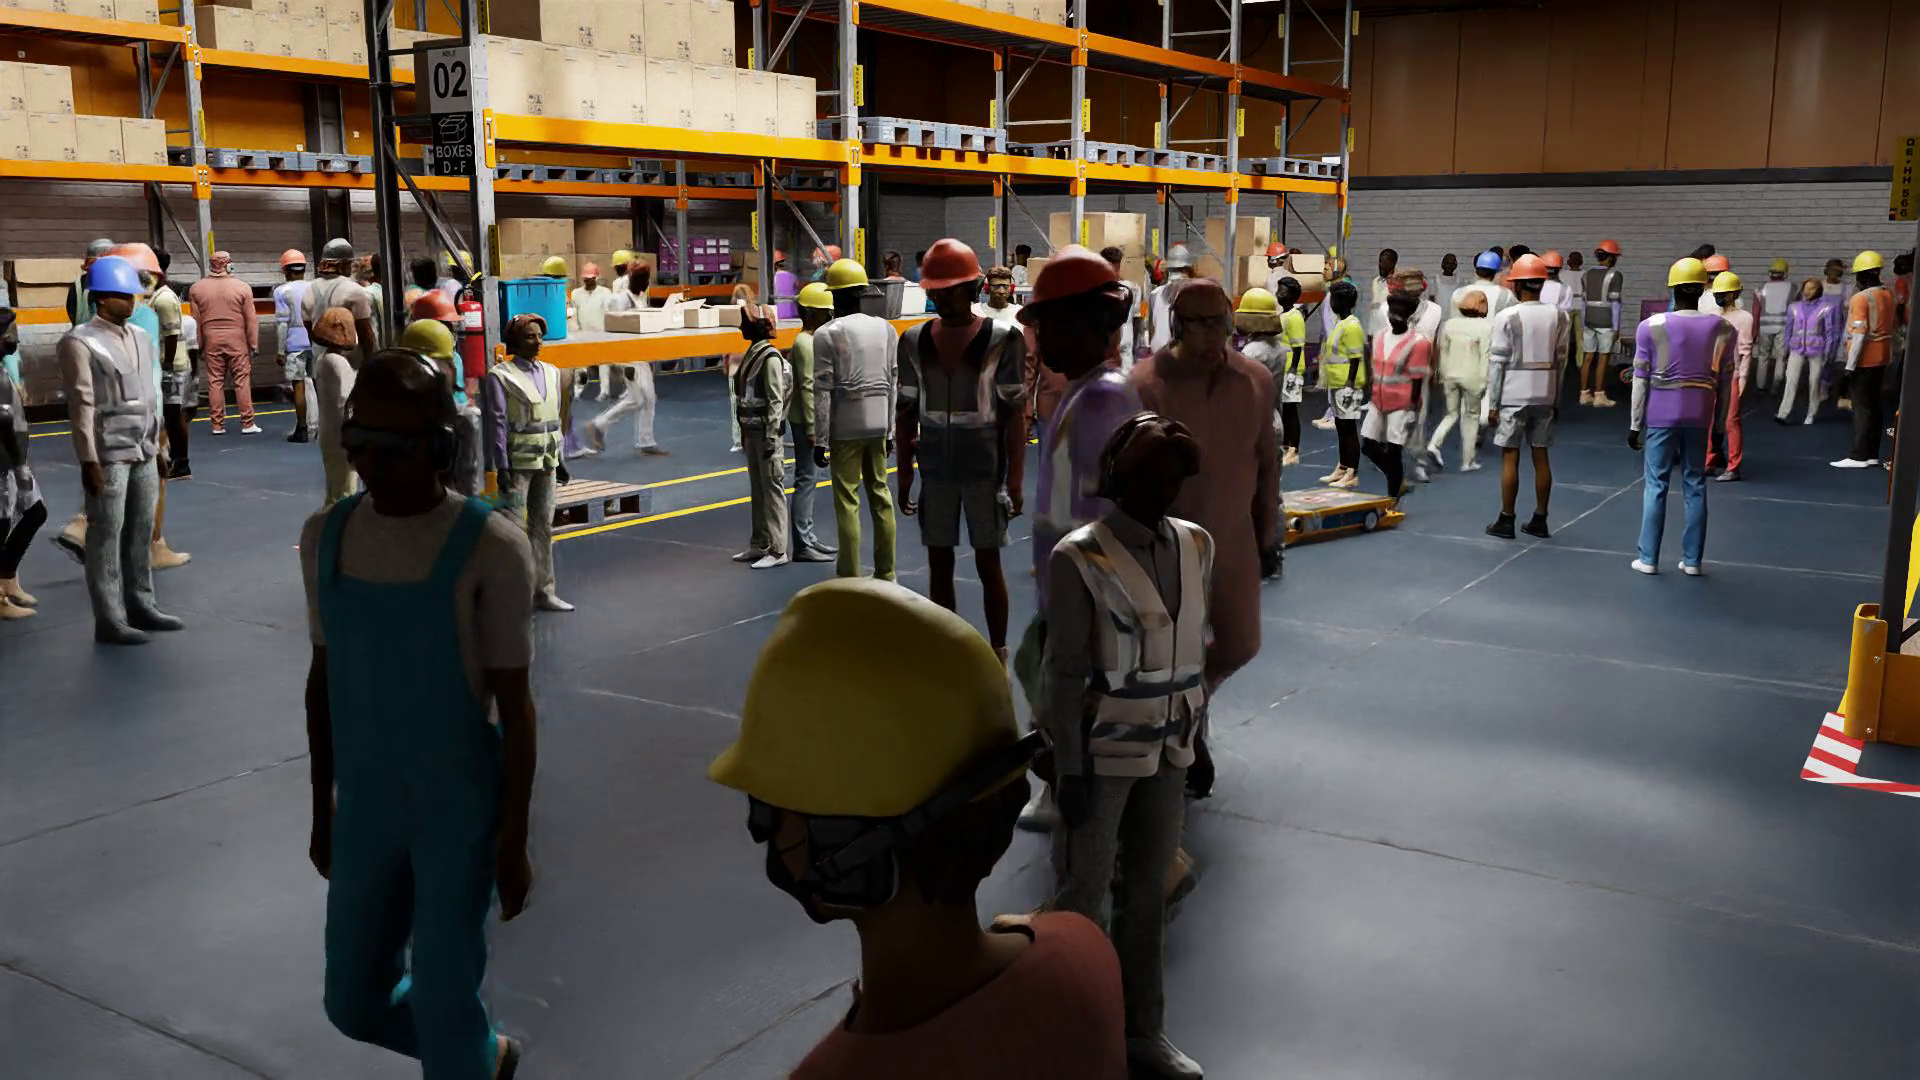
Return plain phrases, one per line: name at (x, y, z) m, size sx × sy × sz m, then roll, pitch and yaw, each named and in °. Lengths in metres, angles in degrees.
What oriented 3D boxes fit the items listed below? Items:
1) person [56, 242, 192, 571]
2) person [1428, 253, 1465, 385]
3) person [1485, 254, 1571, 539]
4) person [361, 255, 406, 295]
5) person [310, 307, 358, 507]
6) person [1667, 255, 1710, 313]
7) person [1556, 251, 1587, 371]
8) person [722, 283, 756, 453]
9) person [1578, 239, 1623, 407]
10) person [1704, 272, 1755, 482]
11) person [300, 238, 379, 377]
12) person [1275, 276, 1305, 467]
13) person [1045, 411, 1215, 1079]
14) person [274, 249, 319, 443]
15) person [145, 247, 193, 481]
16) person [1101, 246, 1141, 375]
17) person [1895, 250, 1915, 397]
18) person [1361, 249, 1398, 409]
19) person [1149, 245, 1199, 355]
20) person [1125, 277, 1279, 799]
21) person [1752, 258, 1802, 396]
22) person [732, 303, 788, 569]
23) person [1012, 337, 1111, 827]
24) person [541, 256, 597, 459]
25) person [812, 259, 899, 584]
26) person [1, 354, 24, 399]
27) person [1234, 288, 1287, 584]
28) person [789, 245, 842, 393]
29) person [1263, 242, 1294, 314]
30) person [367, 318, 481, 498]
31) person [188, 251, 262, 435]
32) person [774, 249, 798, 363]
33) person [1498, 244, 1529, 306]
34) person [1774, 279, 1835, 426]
person at (-5.079, -0.789, 10.080) m, size 0.661 × 2.015 × 0.684 m, roll 7°, pitch 13°, yaw 36°
person at (6.802, -3.090, 23.324) m, size 0.505 × 1.839 × 0.348 m, roll 0°, pitch 10°, yaw 1°
person at (3.835, -0.965, 11.304) m, size 0.539 × 1.929 × 0.384 m, roll -2°, pitch 10°, yaw -10°
person at (-5.294, -1.646, 15.191) m, size 0.580 × 1.883 × 0.352 m, roll -3°, pitch 11°, yaw -17°
person at (-3.621, -0.543, 9.765) m, size 0.281 × 1.634 × 0.499 m, roll -6°, pitch 12°, yaw -32°
person at (8.951, -2.555, 20.336) m, size 0.621 × 1.845 × 0.429 m, roll 8°, pitch 13°, yaw 37°
person at (9.493, -3.534, 25.753) m, size 0.566 × 1.844 × 0.381 m, roll 0°, pitch 10°, yaw -1°
person at (-2.044, -1.669, 16.066) m, size 0.515 × 1.615 × 0.636 m, roll 1°, pitch 10°, yaw 8°
person at (7.824, -2.631, 20.246) m, size 0.410 × 2.035 × 0.602 m, roll -5°, pitch 11°, yaw -24°
person at (6.412, -1.371, 14.011) m, size 0.341 × 1.759 × 0.530 m, roll -4°, pitch 11°, yaw -21°
person at (-5.303, -1.585, 14.413) m, size 0.684 × 2.000 × 0.538 m, roll 4°, pitch 11°, yaw 23°
person at (2.920, -1.508, 14.929) m, size 0.315 × 1.698 × 0.541 m, roll -1°, pitch 10°, yaw -6°
person at (0.399, 0.516, 3.889) m, size 0.515 × 1.639 × 0.314 m, roll -8°, pitch 13°, yaw -39°
person at (-6.603, -1.937, 16.682) m, size 0.374 × 1.927 × 0.543 m, roll 9°, pitch 14°, yaw 41°
person at (-6.726, -1.480, 14.037) m, size 0.366 × 1.966 × 0.607 m, roll -7°, pitch 12°, yaw -33°
person at (1.558, -2.010, 16.976) m, size 0.612 × 1.961 × 0.368 m, roll -5°, pitch 11°, yaw -26°
person at (12.252, -2.762, 21.221) m, size 0.635 × 1.939 × 0.557 m, roll -2°, pitch 11°, yaw -14°
person at (5.065, -2.480, 19.707) m, size 0.390 × 1.920 × 0.587 m, roll -5°, pitch 11°, yaw -26°
person at (1.933, -1.581, 14.393) m, size 0.685 × 2.000 × 1.040 m, roll 5°, pitch 12°, yaw 28°
person at (0.851, -0.020, 6.141) m, size 0.675 × 1.891 × 0.505 m, roll -3°, pitch 11°, yaw -16°
person at (10.592, -2.753, 21.592) m, size 0.587 × 1.807 × 0.810 m, roll 5°, pitch 12°, yaw 27°
person at (-1.232, -0.645, 10.313) m, size 0.310 × 1.642 × 0.514 m, roll -5°, pitch 11°, yaw -26°
person at (0.382, 0.077, 5.744) m, size 0.575 × 1.851 × 0.523 m, roll 4°, pitch 11°, yaw 21°
person at (-3.696, -1.615, 15.047) m, size 0.607 × 1.882 × 0.997 m, roll 7°, pitch 12°, yaw 35°
person at (-0.611, -0.635, 9.506) m, size 0.584 × 1.918 × 0.409 m, roll -10°, pitch 14°, yaw -43°
person at (-7.256, -1.127, 12.124) m, size 0.517 × 1.946 × 0.647 m, roll 7°, pitch 12°, yaw 32°
person at (1.750, -0.611, 9.842) m, size 0.321 × 1.742 × 0.492 m, roll 7°, pitch 12°, yaw 34°
person at (-1.553, -2.374, 19.015) m, size 0.756 × 1.981 × 0.630 m, roll 0°, pitch 10°, yaw 3°
person at (3.868, -2.636, 20.358) m, size 0.380 × 1.996 × 0.608 m, roll 7°, pitch 12°, yaw 33°
person at (-2.135, -0.009, 6.564) m, size 0.490 × 1.718 × 0.665 m, roll 0°, pitch 10°, yaw 2°
person at (-7.626, -2.040, 17.307) m, size 0.654 × 1.906 × 0.407 m, roll -2°, pitch 10°, yaw -8°
person at (-2.554, -3.232, 23.965) m, size 0.562 × 1.894 × 0.866 m, roll -6°, pitch 12°, yaw -28°
person at (7.018, -2.750, 21.073) m, size 0.367 × 1.967 × 0.602 m, roll 8°, pitch 13°, yaw 39°
person at (9.151, -2.017, 18.007) m, size 0.541 × 1.591 × 0.831 m, roll 10°, pitch 14°, yaw 43°
